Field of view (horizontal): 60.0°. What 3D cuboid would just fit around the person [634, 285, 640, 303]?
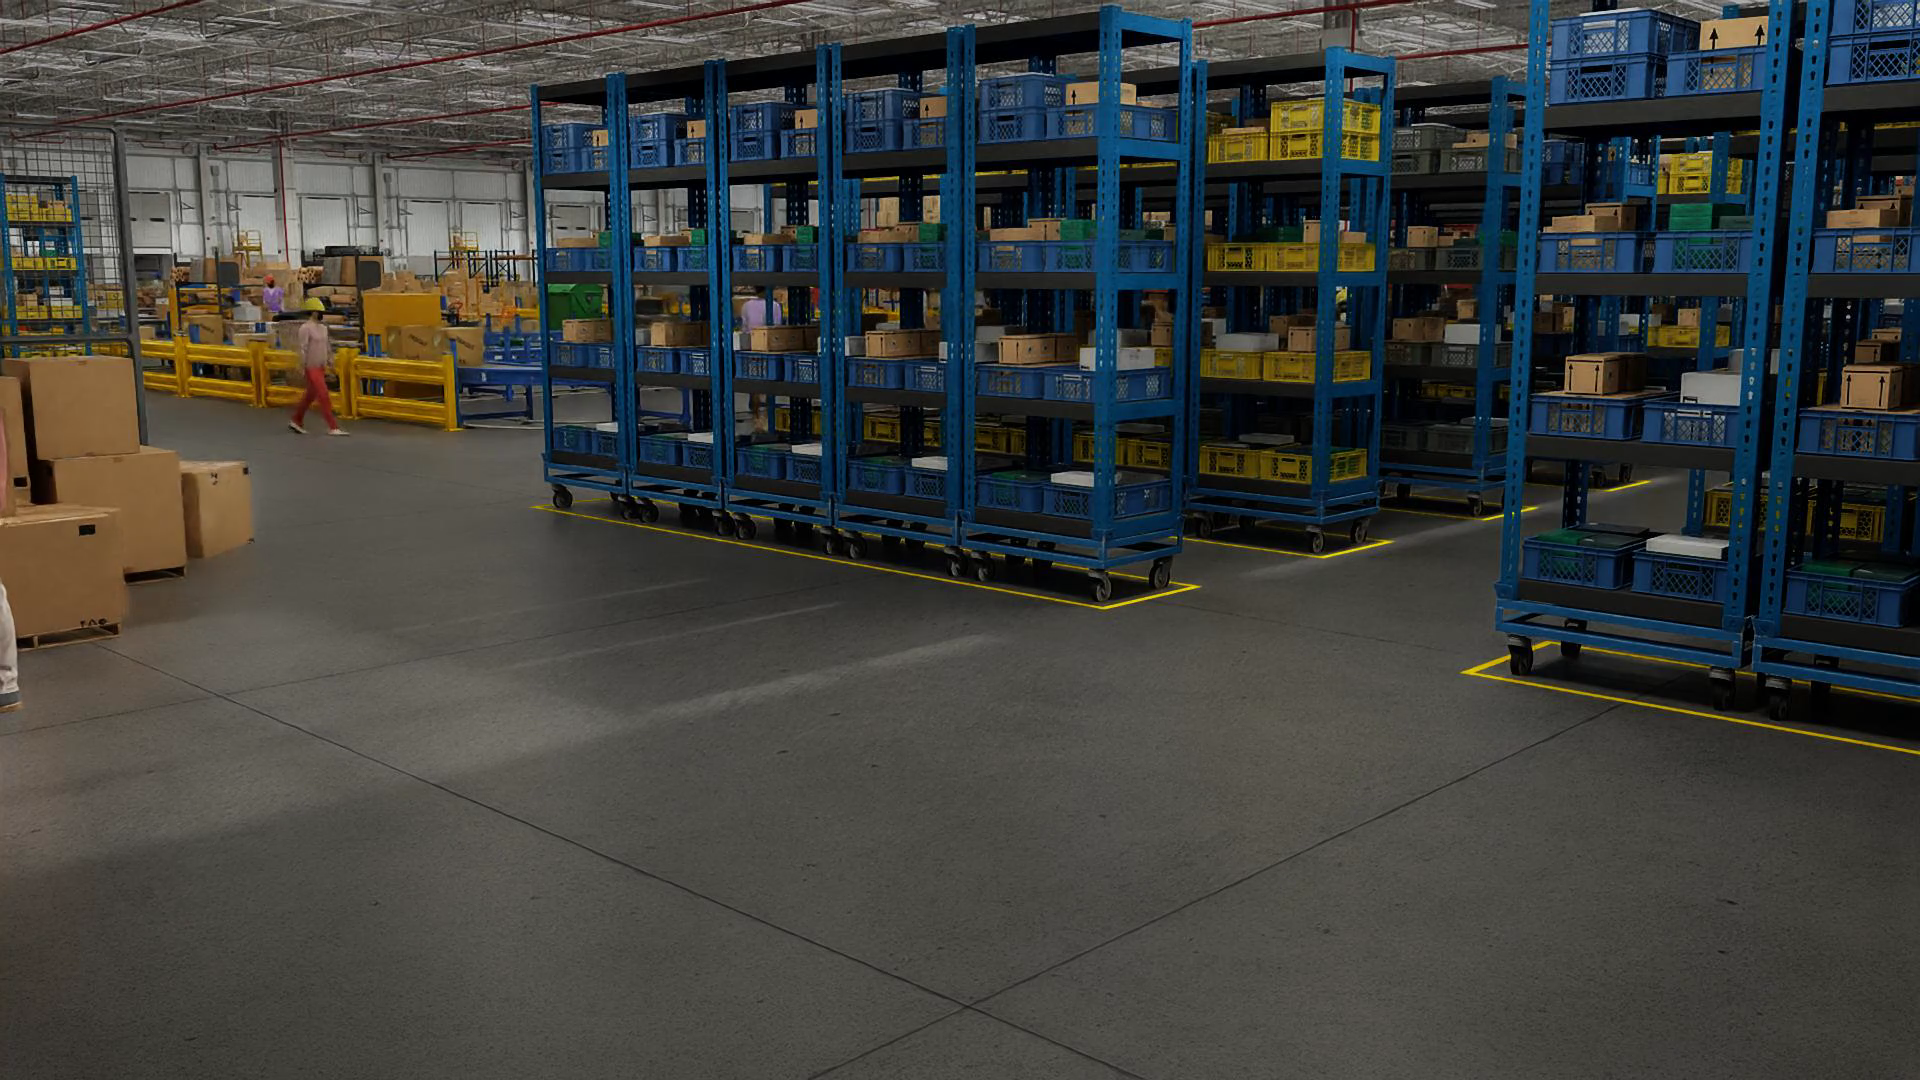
[{"bbox_3d":[-11.904,-8.823,61.105,0.690,1.885,0.659,-1,9,-9],"label":"person"}]

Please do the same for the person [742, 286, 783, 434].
[{"bbox_3d":[-2.432,-2.336,20.831,0.614,2.040,0.391,6,11,32],"label":"person"}]

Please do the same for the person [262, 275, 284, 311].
[{"bbox_3d":[-18.685,-6.254,45.265,0.564,1.904,0.408,-1,9,-6],"label":"person"}]

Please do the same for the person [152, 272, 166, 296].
[{"bbox_3d":[-33.261,-10.173,69.244,0.832,1.911,0.619,1,9,8],"label":"person"}]

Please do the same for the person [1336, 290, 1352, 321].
[{"bbox_3d":[4.608,-2.084,19.955,0.586,1.823,0.403,-1,9,-8],"label":"person"}]

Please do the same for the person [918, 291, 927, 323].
[{"bbox_3d":[-1.028,-5.628,41.714,0.403,1.818,0.601,-4,10,-21],"label":"person"}]

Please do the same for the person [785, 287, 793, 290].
[{"bbox_3d":[-8.302,-12.033,80.943,0.447,1.825,0.654,-4,10,-21],"label":"person"}]

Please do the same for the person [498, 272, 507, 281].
[{"bbox_3d":[-25.601,-14.040,92.968,0.610,1.918,0.393,-3,10,-18],"label":"person"}]

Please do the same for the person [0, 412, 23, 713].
[{"bbox_3d":[-4.627,-0.173,7.712,0.386,1.992,0.625,-7,11,-36],"label":"person"}]

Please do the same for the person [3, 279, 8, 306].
[{"bbox_3d":[-46.067,-11.988,80.620,0.619,1.845,0.430,5,11,30],"label":"person"}]

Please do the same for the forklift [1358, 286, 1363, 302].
[{"bbox_3d":[11.100,-7.017,46.970,1.873,2.768,1.129,9,13,43],"label":"forklift"}]

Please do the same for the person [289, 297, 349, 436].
[{"bbox_3d":[-8.061,-2.161,20.718,0.883,1.728,0.532,2,9,12],"label":"person"}]

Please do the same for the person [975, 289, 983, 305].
[{"bbox_3d":[0.574,-7.660,54.771,0.509,1.611,0.585,-7,12,-38],"label":"person"}]

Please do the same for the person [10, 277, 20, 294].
[{"bbox_3d":[-35.701,-9.112,62.907,0.622,1.860,0.708,1,9,9],"label":"person"}]

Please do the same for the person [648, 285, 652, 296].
[{"bbox_3d":[-11.955,-9.522,65.218,0.832,1.942,0.610,-1,9,-9],"label":"person"}]

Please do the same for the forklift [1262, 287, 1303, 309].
[{"bbox_3d":[10.769,-8.203,54.240,1.129,2.768,1.873,8,12,42],"label":"forklift"}]
